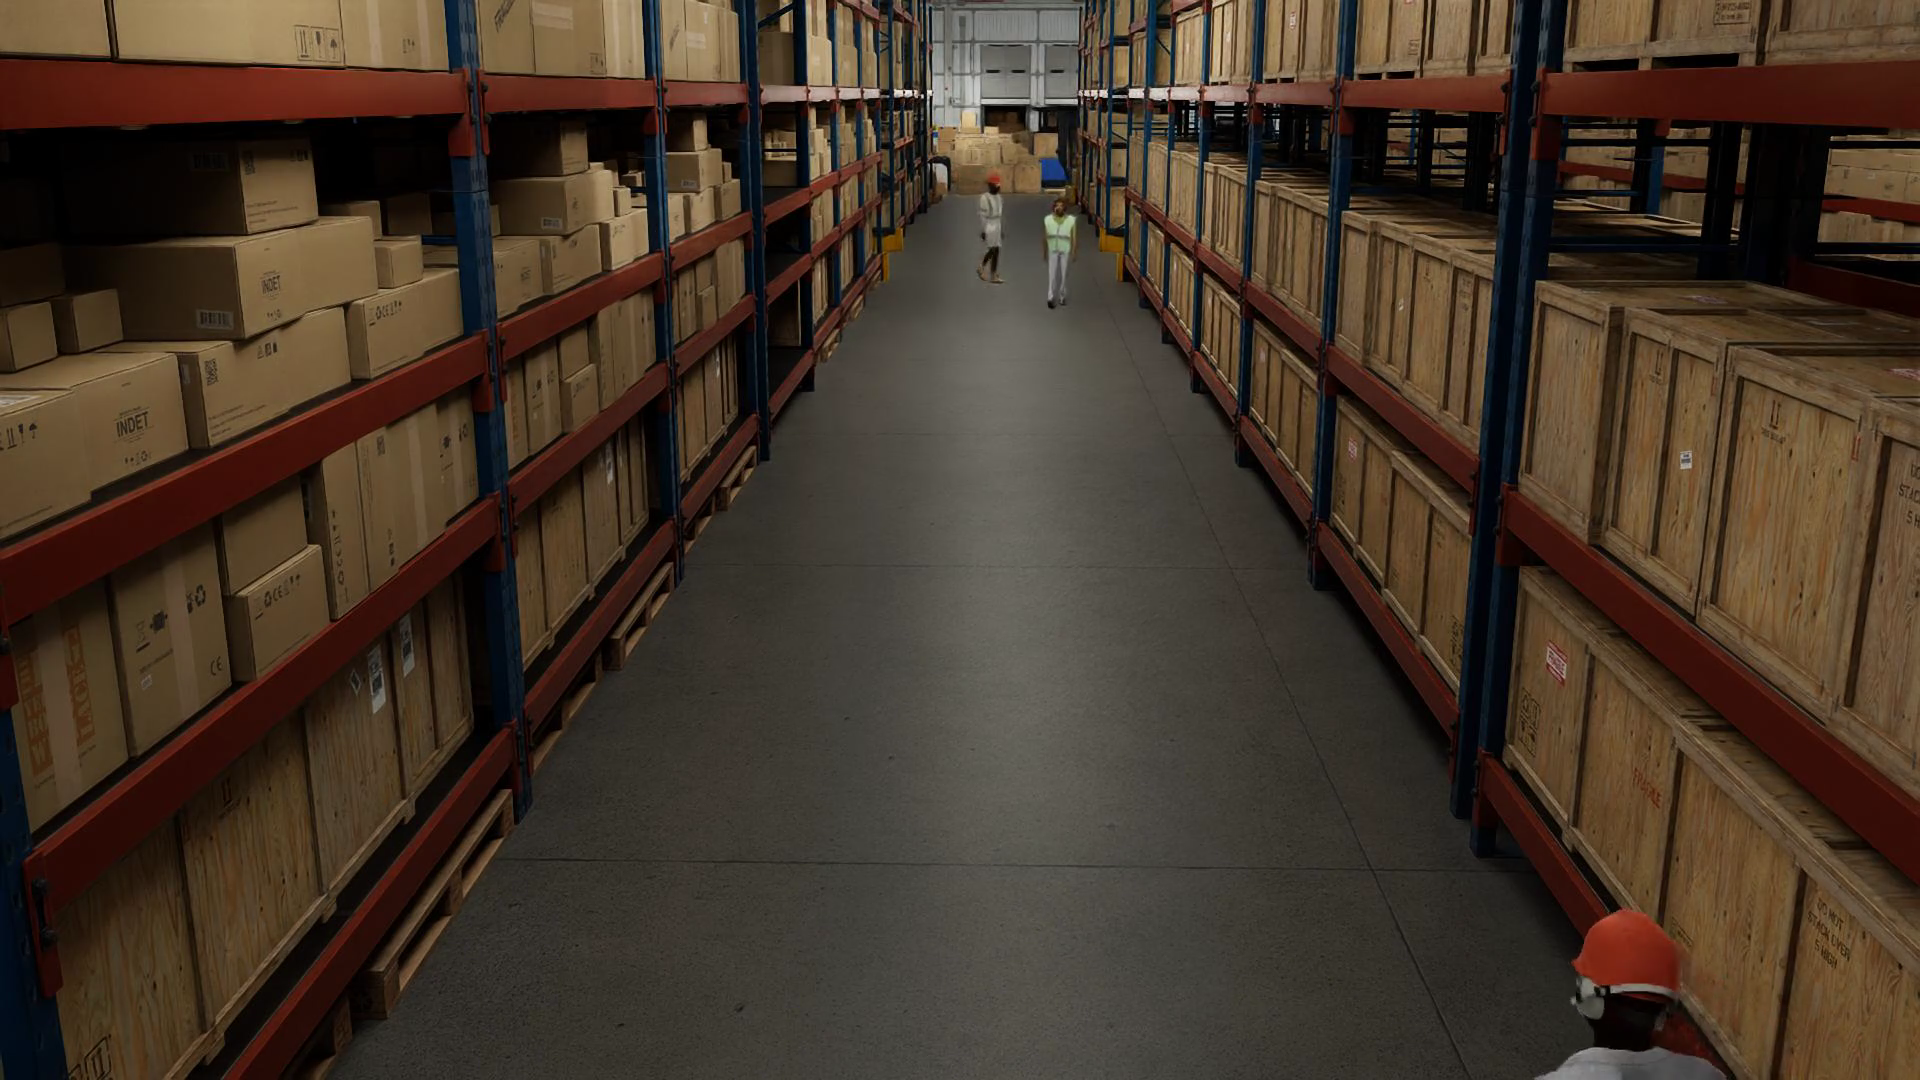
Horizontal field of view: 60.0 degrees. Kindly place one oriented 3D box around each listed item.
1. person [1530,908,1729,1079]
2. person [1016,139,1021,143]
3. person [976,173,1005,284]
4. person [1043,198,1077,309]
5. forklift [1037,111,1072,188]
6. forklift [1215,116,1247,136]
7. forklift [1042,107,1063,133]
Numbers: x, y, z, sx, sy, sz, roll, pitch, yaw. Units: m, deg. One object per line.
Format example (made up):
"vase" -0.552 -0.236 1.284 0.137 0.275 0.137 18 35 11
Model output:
"person" 1.453 1.693 3.693 0.574 1.718 0.598 -5 16 -17
"person" 2.370 -15.933 69.461 0.439 1.625 0.517 7 17 25
"person" 0.618 -5.780 30.904 0.437 2.032 0.625 12 19 38
"person" 1.637 -4.729 27.456 0.573 1.790 1.003 3 15 10
"forklift" 3.796 -14.537 61.878 1.873 2.768 1.129 0 15 2
"forklift" 7.890 -10.987 48.669 1.129 2.768 1.873 0 15 2
"forklift" 4.386 -19.135 78.988 1.129 2.768 1.873 -7 17 -24
